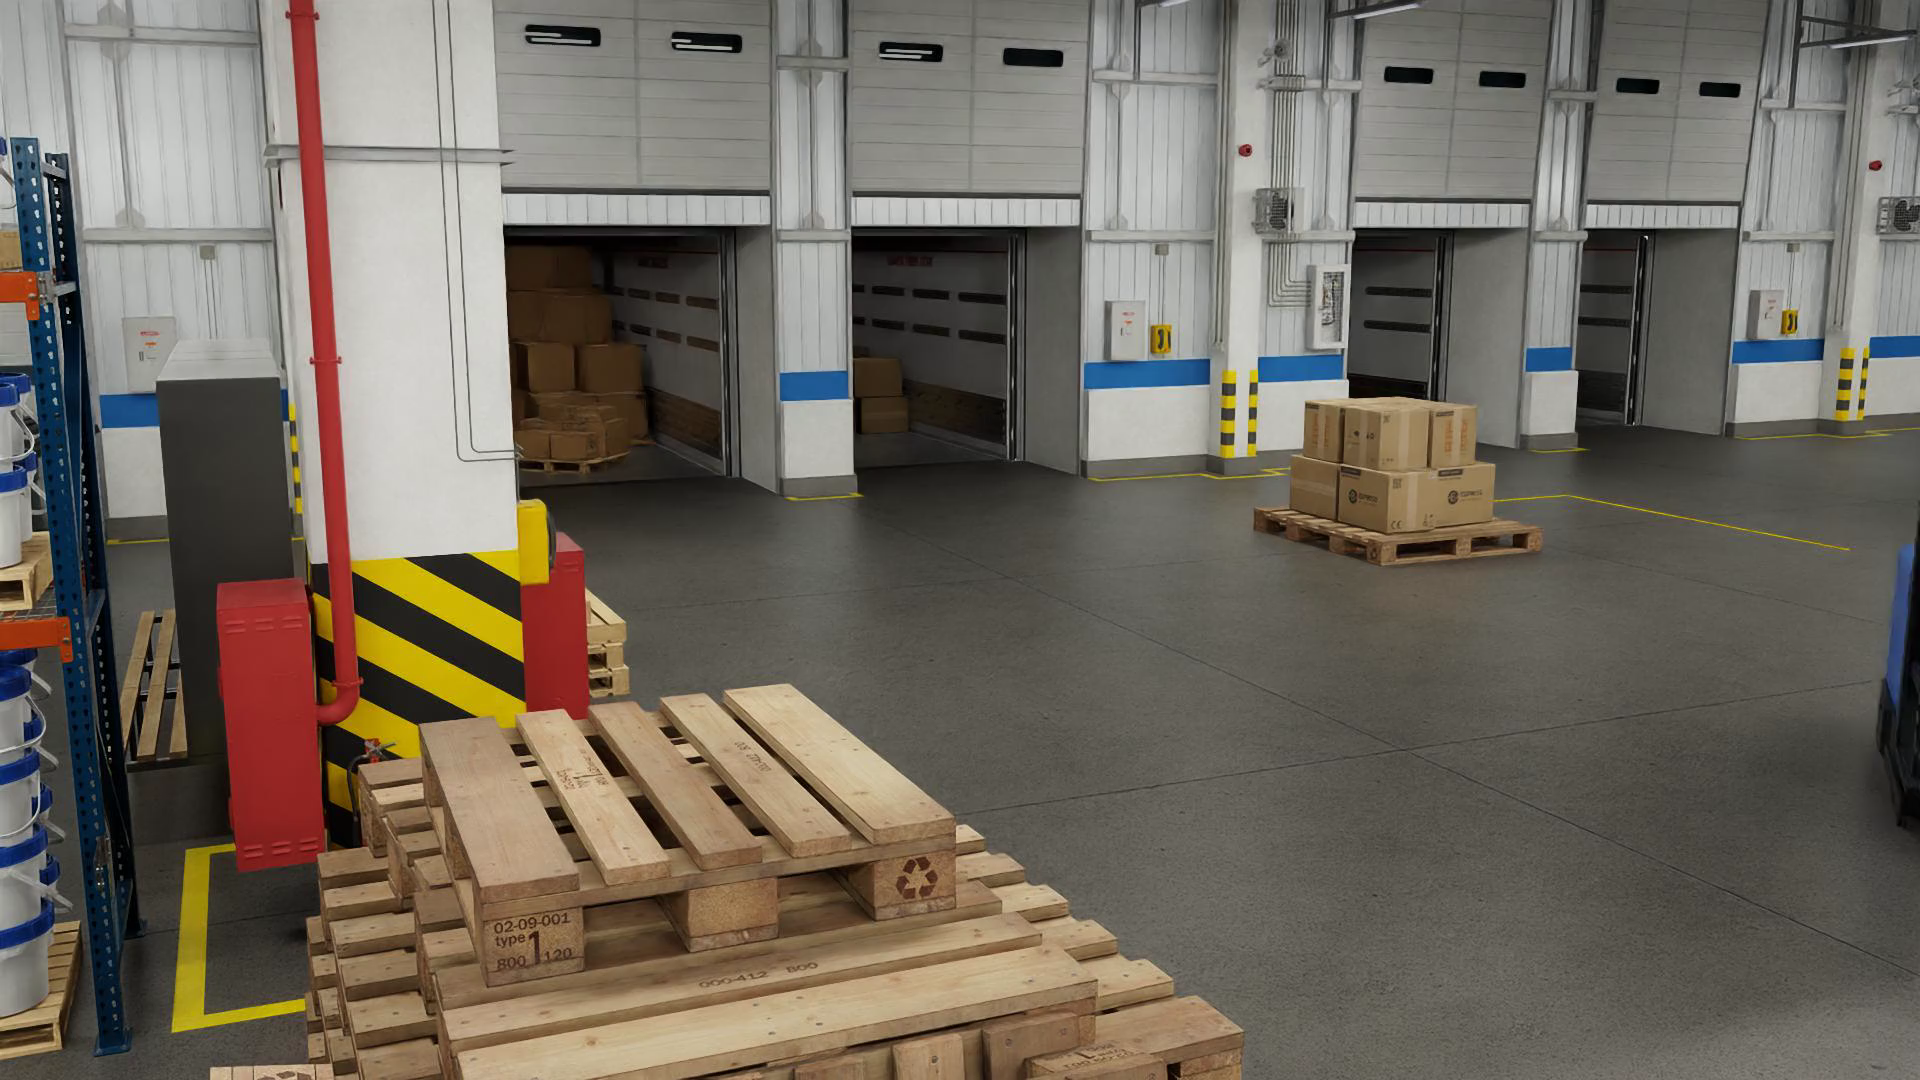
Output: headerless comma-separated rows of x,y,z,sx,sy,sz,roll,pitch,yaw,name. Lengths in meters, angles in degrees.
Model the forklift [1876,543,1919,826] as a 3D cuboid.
5.205,-0.147,7.997,1.129,2.768,1.873,5,11,25,forklift
